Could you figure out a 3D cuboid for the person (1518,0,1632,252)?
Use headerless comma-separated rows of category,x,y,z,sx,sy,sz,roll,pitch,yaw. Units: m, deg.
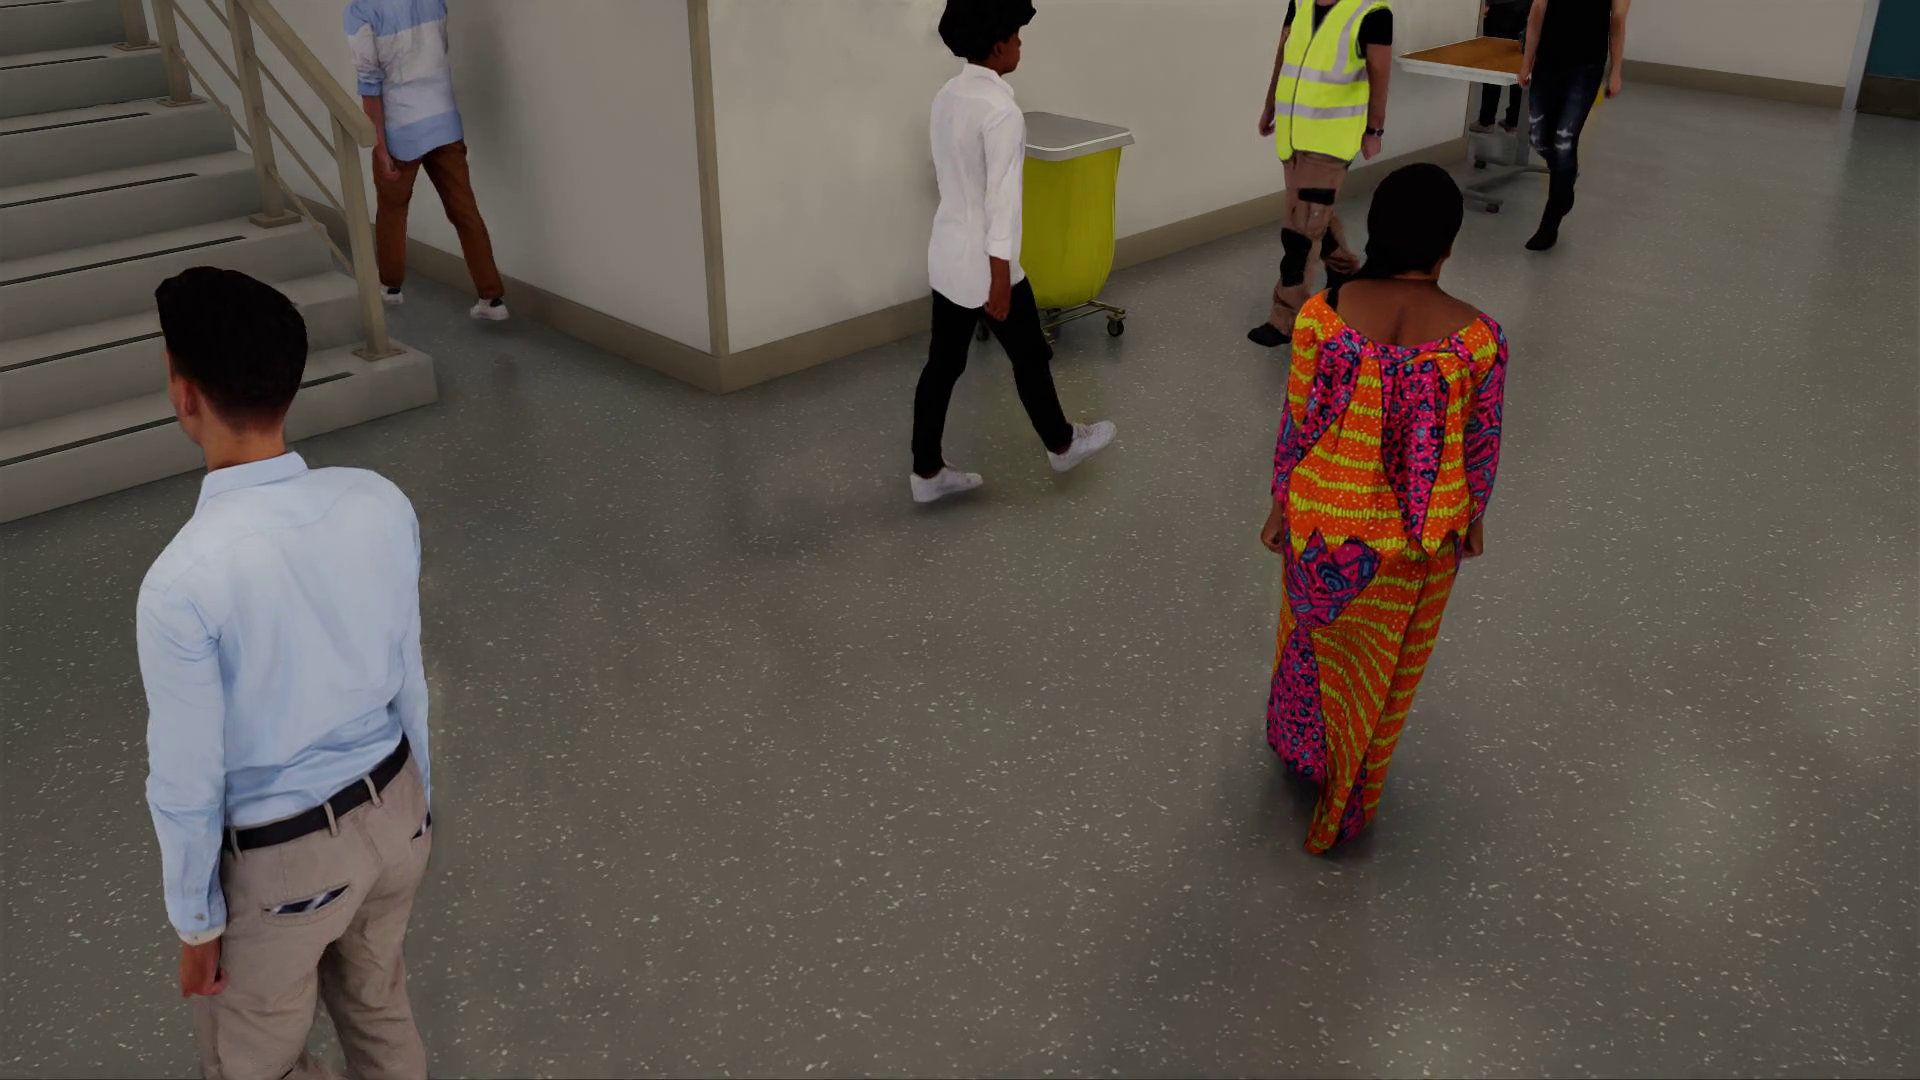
person,3.251,-2.514,8.793,1.042,1.874,0.779,18,31,33

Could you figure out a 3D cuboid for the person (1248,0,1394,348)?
person,1.628,-1.800,7.385,0.846,1.811,1.128,-18,31,-33

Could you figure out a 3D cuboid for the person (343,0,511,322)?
person,-2.366,-1.808,7.443,1.165,1.775,0.686,22,33,38

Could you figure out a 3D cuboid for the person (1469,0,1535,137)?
person,3.754,-3.657,11.295,0.702,1.761,0.711,-6,26,-13

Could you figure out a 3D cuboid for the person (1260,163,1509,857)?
person,0.952,-0.040,3.917,0.855,1.653,0.894,10,27,20

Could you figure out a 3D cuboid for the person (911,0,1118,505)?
person,-0.010,-0.949,5.662,0.892,1.775,1.053,-14,29,-27

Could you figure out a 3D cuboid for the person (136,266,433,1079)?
person,-0.961,0.505,2.574,0.981,1.838,0.804,13,29,26
